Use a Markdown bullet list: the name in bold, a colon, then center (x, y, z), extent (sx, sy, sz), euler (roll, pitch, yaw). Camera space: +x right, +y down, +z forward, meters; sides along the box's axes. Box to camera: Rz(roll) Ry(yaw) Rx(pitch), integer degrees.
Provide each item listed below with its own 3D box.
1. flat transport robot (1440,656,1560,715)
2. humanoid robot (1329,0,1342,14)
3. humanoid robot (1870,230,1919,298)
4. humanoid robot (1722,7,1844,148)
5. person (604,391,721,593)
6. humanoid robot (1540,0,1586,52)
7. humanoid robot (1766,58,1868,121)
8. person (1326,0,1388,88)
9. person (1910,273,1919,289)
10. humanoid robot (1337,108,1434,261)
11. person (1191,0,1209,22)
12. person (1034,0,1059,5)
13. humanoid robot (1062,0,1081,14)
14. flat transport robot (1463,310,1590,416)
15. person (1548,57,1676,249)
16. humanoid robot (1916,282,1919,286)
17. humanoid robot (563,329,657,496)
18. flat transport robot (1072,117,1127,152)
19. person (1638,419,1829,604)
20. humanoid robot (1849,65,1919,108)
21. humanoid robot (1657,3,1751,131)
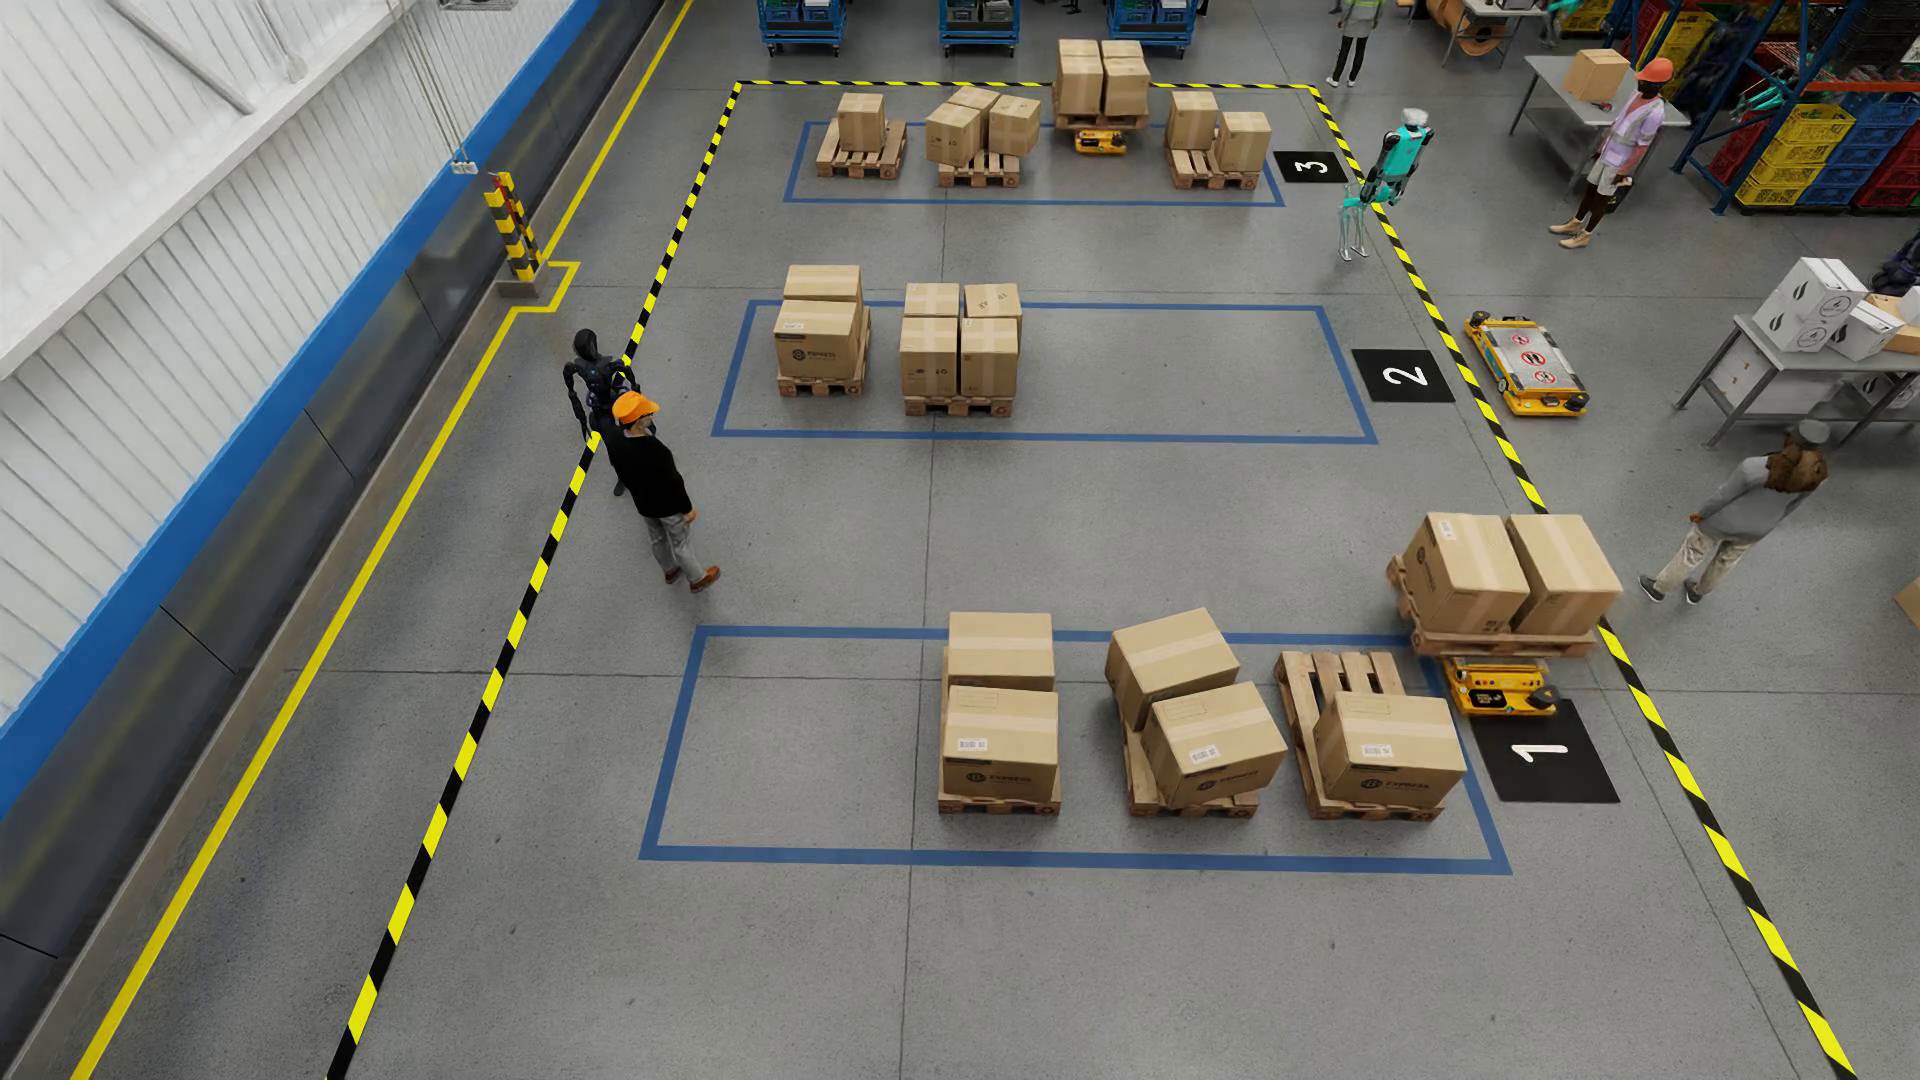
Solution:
- **flat transport robot**: center (3.917, 0.652, 6.951), extent (0.652, 0.197, 1.431), euler (1, 49, 1)
- **humanoid robot**: center (6.341, -9.341, 14.685), extent (0.386, 1.644, 0.589), euler (-21, 52, -17)
- **humanoid robot**: center (9.023, -2.468, 8.744), extent (0.617, 1.635, 0.609), euler (10, 50, 8)
- **humanoid robot**: center (10.147, -5.687, 11.442), extent (0.691, 1.736, 0.530), euler (4, 49, 3)
- **person**: center (-2.204, -0.316, 6.744), extent (0.586, 1.877, 0.394), euler (23, 53, 19)
- **humanoid robot**: center (9.155, -8.215, 13.704), extent (0.757, 1.821, 0.547), euler (25, 54, 20)
- **humanoid robot**: center (11.393, -6.043, 11.784), extent (0.925, 1.734, 0.539), euler (17, 51, 14)
- **person**: center (5.607, -7.324, 12.825), extent (0.589, 1.853, 0.373), euler (0, 49, 0)
- **person**: center (10.122, -3.087, 9.094), extent (0.394, 1.948, 0.603), euler (-7, 49, -6)
- **humanoid robot**: center (4.431, -3.846, 9.802), extent (0.533, 1.677, 0.735), euler (-13, 50, -11)
- **person**: center (3.863, -9.267, 14.437), extent (0.600, 1.958, 0.372), euler (-27, 54, -22)
- **person**: center (1.482, -9.843, 14.949), extent (0.636, 1.938, 0.359), euler (-16, 51, -14)
- **humanoid robot**: center (1.855, -9.420, 14.746), extent (0.315, 1.657, 0.599), euler (-7, 49, -6)
- **flat transport robot**: center (5.573, -1.757, 9.054), extent (0.659, 0.231, 1.431), euler (1, 49, 1)
- **person**: center (7.096, -4.161, 9.964), extent (0.383, 2.039, 0.613), euler (3, 49, 2)
- **humanoid robot**: center (10.568, -3.349, 9.396), extent (0.531, 1.690, 0.734), euler (5, 49, 4)
- **humanoid robot**: center (-2.819, -1.021, 7.477), extent (0.599, 1.654, 0.315), euler (-6, 49, -5)
- **flat transport robot**: center (1.861, -5.693, 12.442), extent (0.652, 0.197, 1.431), euler (1, 49, 1)
- **person**: center (5.662, -0.158, 6.680), extent (0.566, 1.761, 0.407), euler (7, 49, 6)
- **humanoid robot**: center (11.233, -5.504, 11.310), extent (0.852, 1.736, 0.565), euler (-8, 50, -7)
- **humanoid robot**: center (9.722, -6.103, 11.920), extent (0.723, 1.639, 0.601), euler (-15, 51, -12)
